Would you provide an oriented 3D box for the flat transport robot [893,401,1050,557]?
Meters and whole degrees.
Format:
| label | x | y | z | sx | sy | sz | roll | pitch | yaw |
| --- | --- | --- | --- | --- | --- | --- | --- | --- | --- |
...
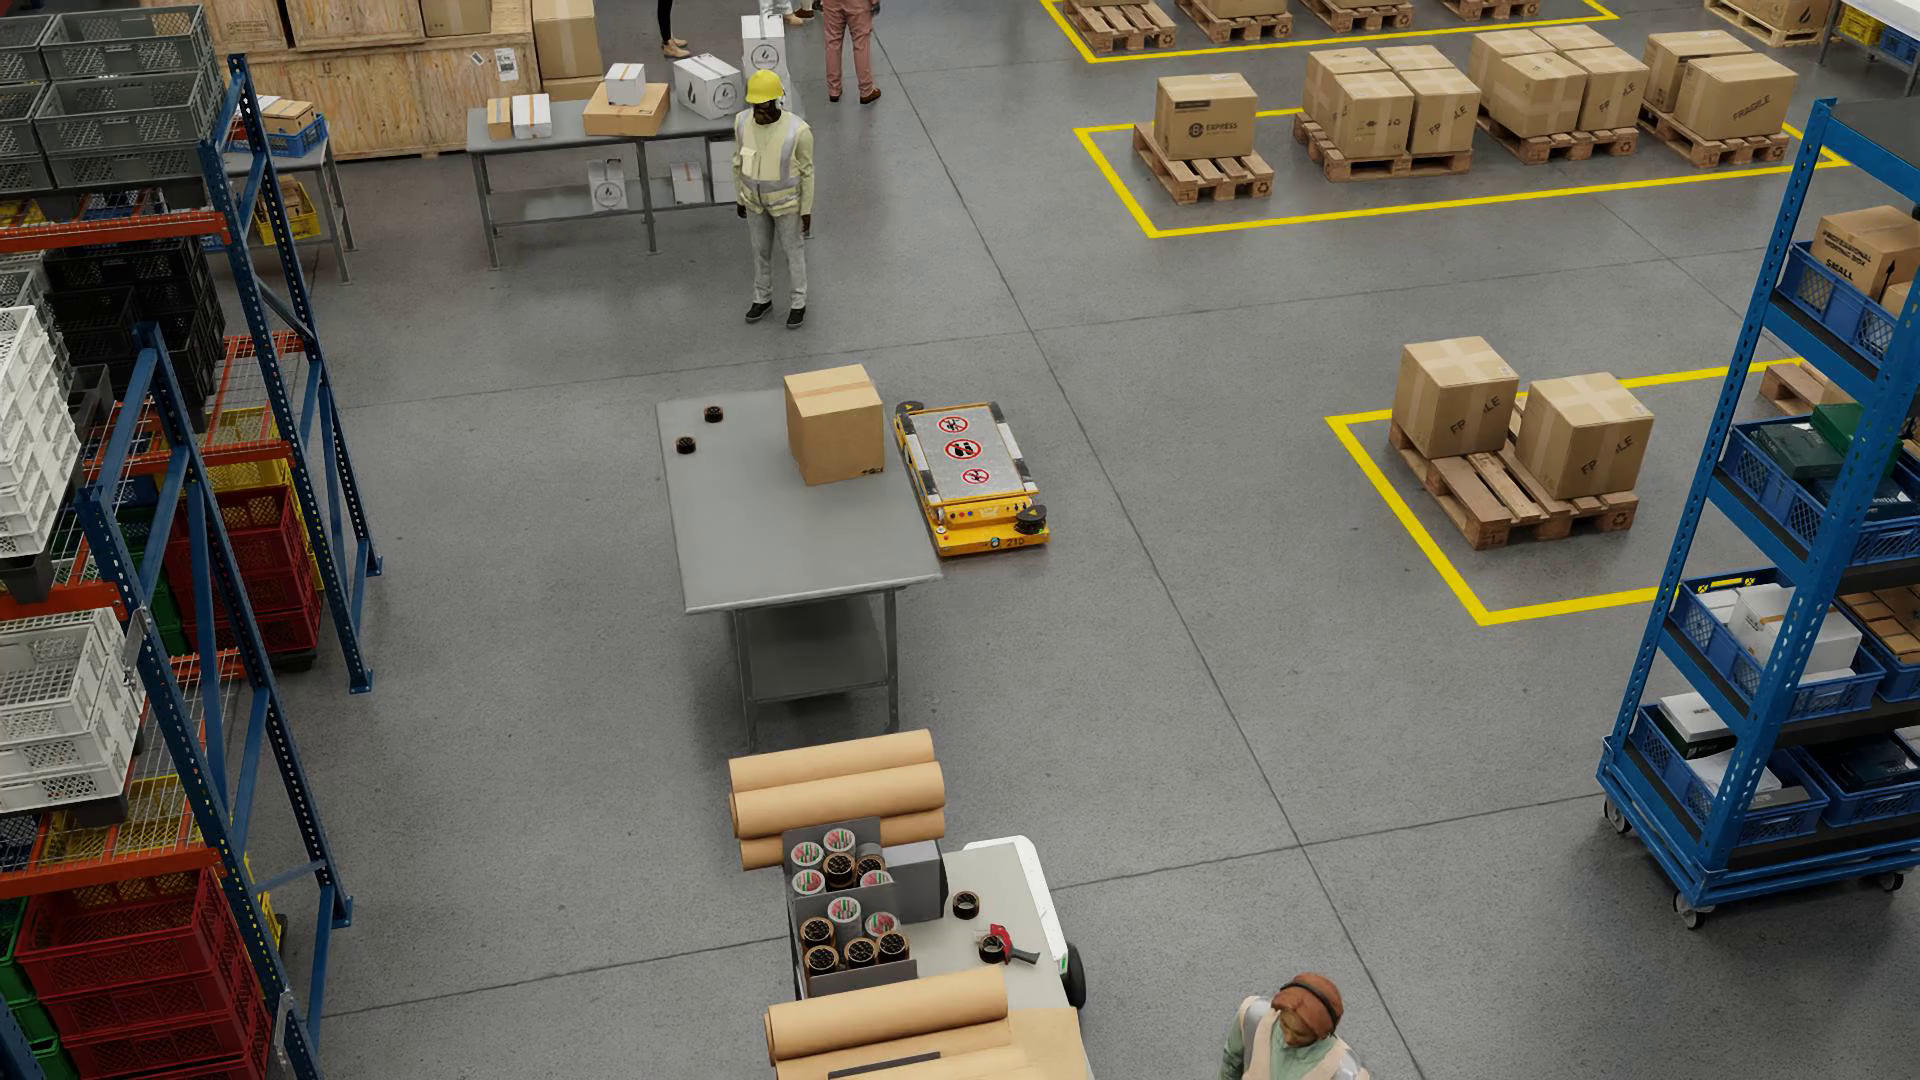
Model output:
| label | x | y | z | sx | sy | sz | roll | pitch | yaw |
| --- | --- | --- | --- | --- | --- | --- | --- | --- | --- |
| flat transport robot | 0.046 | -0.430 | 10.108 | 0.652 | 0.197 | 1.431 | -8 | 37 | -10 |

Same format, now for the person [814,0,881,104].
| label | x | y | z | sx | sy | sz | roll | pitch | yaw |
| --- | --- | --- | --- | --- | --- | --- | --- | --- | --- |
| person | -0.996 | -4.799 | 14.619 | 0.639 | 1.910 | 0.407 | 8 | 37 | 11 |

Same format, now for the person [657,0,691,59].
| label | x | y | z | sx | sy | sz | roll | pitch | yaw |
| --- | --- | --- | --- | --- | --- | --- | --- | --- | --- |
| person | -2.765 | -5.408 | 15.610 | 0.322 | 1.696 | 0.536 | -6 | 37 | -8 |

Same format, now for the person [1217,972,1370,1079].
| label | x | y | z | sx | sy | sz | roll | pitch | yaw |
| --- | --- | --- | --- | --- | --- | --- | --- | --- | --- |
| person | 1.091 | 2.031 | 5.664 | 0.512 | 1.638 | 0.307 | 26 | 44 | 31 |

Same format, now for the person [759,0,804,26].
| label | x | y | z | sx | sy | sz | roll | pitch | yaw |
| --- | --- | --- | --- | --- | --- | --- | --- | --- | --- |
| person | -1.775 | -5.864 | 16.107 | 0.429 | 1.839 | 0.634 | 23 | 42 | 28 |

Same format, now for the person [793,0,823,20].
| label | x | y | z | sx | sy | sz | roll | pitch | yaw |
| --- | --- | --- | --- | --- | --- | --- | --- | --- | --- |
| person | -1.549 | -6.099 | 16.399 | 0.312 | 1.869 | 0.536 | 25 | 43 | 29 |

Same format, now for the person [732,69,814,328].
| label | x | y | z | sx | sy | sz | roll | pitch | yaw |
| --- | --- | --- | --- | --- | --- | --- | --- | --- | --- |
| person | -1.279 | -2.319 | 11.348 | 0.586 | 1.833 | 0.403 | 12 | 38 | 15 |

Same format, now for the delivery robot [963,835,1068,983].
| label | x | y | z | sx | sy | sz | roll | pitch | yaw |
| --- | --- | --- | --- | --- | --- | --- | --- | --- | --- |
| delivery robot | 0.220 | 1.590 | 7.081 | 0.477 | 0.478 | 0.707 | -7 | 37 | -9 |
